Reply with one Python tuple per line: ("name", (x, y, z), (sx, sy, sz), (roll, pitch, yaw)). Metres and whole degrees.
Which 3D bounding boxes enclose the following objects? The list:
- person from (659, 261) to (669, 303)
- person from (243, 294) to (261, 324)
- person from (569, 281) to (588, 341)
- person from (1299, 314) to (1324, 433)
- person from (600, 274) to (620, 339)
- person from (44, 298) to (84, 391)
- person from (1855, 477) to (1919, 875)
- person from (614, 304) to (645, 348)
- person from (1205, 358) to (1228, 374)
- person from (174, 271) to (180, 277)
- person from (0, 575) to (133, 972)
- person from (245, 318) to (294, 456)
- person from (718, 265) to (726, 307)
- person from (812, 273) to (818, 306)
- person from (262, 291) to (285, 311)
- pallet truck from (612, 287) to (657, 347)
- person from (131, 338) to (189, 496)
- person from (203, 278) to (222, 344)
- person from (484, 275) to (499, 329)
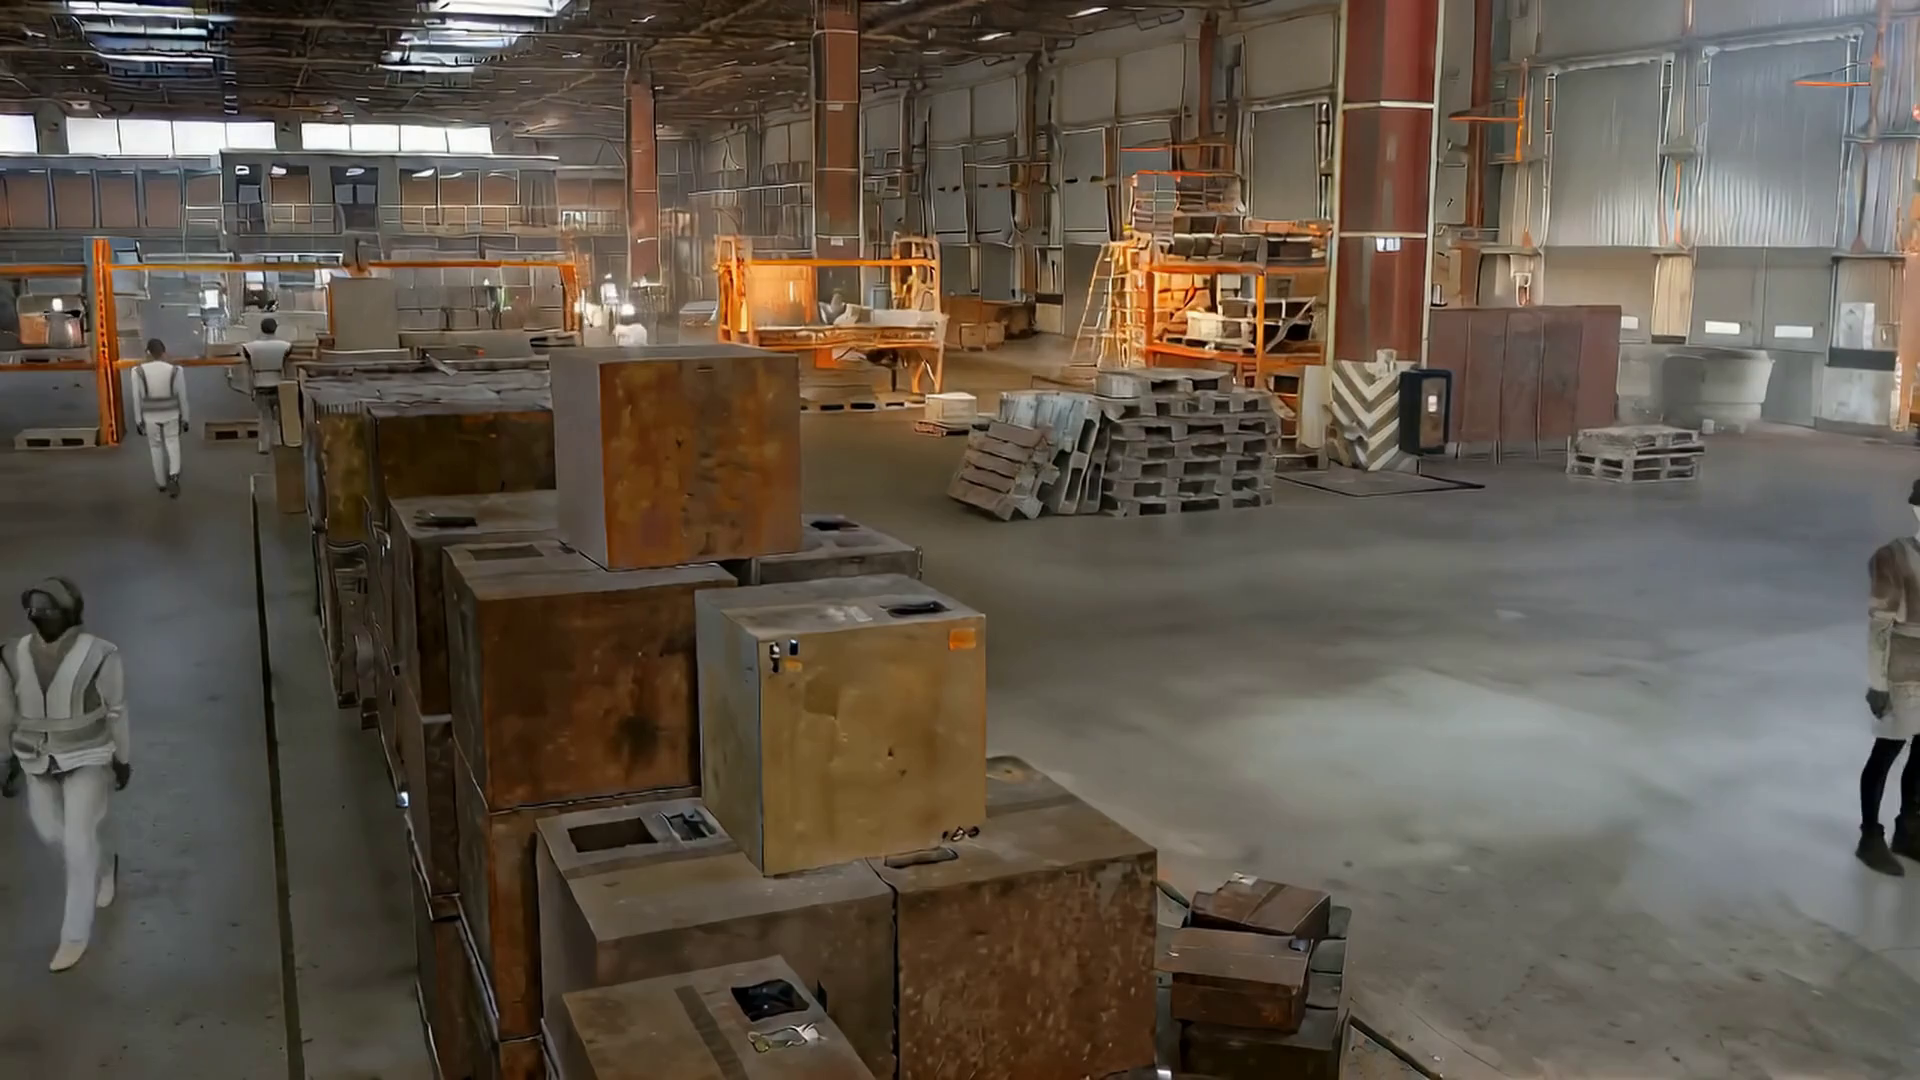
("person", (-13.188, -11.390, 73.927), (0.619, 1.984, 0.421), (0, 10, -1))
("person", (-16.504, -4.872, 38.730), (0.527, 1.717, 0.568), (3, 11, 17))
("person", (-10.662, -6.339, 46.526), (0.644, 1.827, 0.533), (6, 12, 28))
("person", (5.277, -2.382, 24.548), (0.556, 1.882, 1.000), (-7, 12, -33))
("person", (-10.524, -7.027, 50.022), (0.628, 1.948, 0.416), (-7, 12, -33))
("person", (-17.764, -3.863, 32.858), (0.576, 1.844, 0.445), (-6, 12, -30))
("person", (4.543, 0.621, 7.872), (0.547, 1.939, 0.364), (-3, 11, -15))
("person", (-5.587, -2.994, 27.904), (0.612, 1.891, 0.879), (3, 11, 17))
("person", (4.109, -2.690, 26.801), (0.416, 1.685, 0.539), (7, 12, 33))
("person", (-29.811, -9.412, 63.429), (0.347, 1.864, 0.726), (-2, 10, -10))
("person", (-3.782, 0.926, 7.081), (0.519, 1.614, 0.751), (0, 10, -2))
("person", (-9.492, -2.088, 22.904), (0.607, 1.903, 0.411), (-1, 10, -8))
("person", (-10.447, -11.086, 72.415), (0.373, 1.925, 0.595), (-7, 13, -35))
("person", (-4.812, -8.277, 57.175), (0.429, 1.839, 0.633), (6, 12, 32))
("person", (-15.602, -4.752, 37.839), (0.530, 1.821, 0.863), (1, 10, 4))
("pallet truck", (-6.464, -4.406, 35.401), (0.823, 1.965, 1.885), (6, 12, 32))
("person", (-9.290, -1.424, 19.371), (0.580, 1.858, 0.826), (-6, 12, -29))
("person", (-20.162, -6.074, 44.791), (0.546, 1.927, 0.385), (-5, 12, -27))
("person", (-13.536, -6.668, 48.031), (0.379, 1.940, 0.629), (1, 10, 5))
